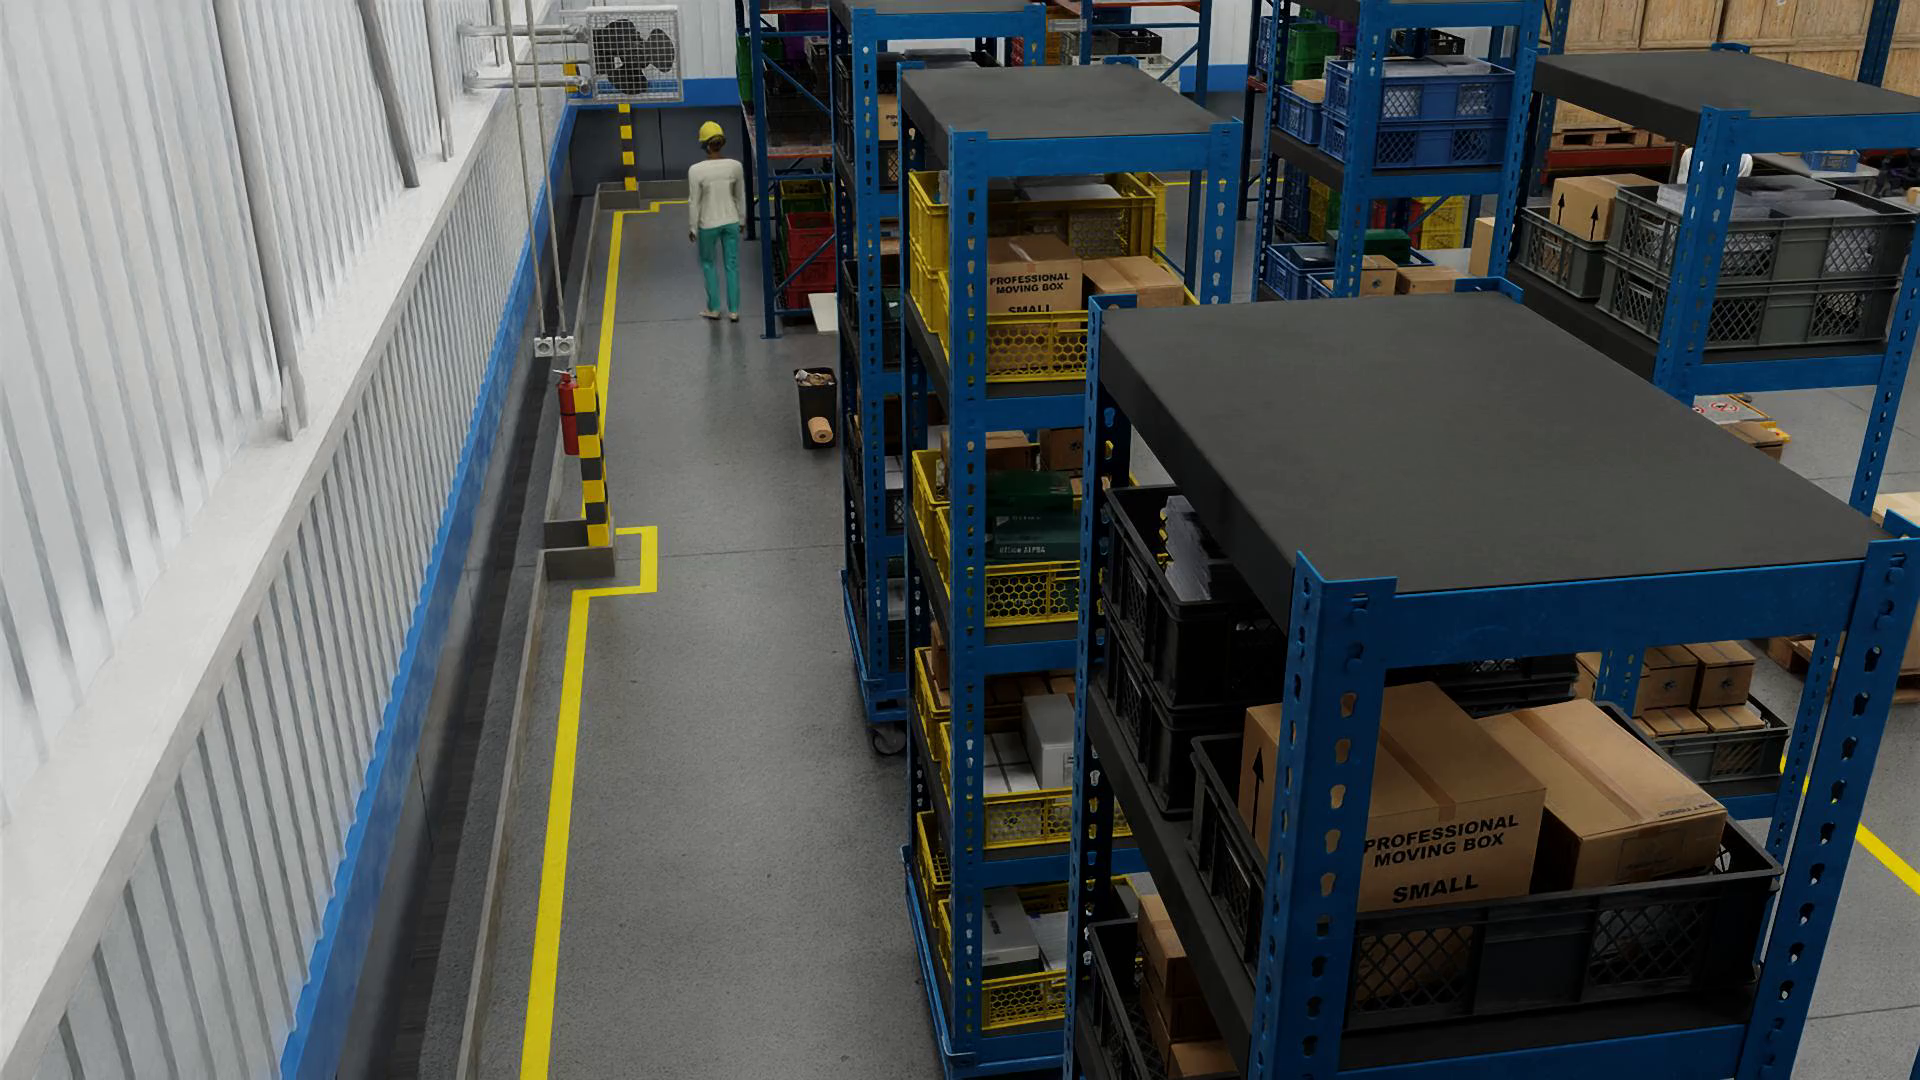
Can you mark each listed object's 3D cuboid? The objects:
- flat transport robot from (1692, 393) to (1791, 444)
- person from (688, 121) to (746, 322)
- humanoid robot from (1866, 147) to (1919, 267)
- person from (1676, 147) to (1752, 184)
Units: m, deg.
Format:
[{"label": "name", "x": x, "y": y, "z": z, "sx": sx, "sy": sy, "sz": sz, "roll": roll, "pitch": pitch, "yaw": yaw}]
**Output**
[{"label": "flat transport robot", "x": 5.224, "y": -0.859, "z": 12.132, "sx": 1.431, "sy": 0.197, "sz": 0.652, "roll": -4, "pitch": 25, "yaw": -8}, {"label": "person", "x": -2.128, "y": -2.769, "z": 14.540, "sx": 0.540, "sy": 1.765, "sz": 0.362, "roll": -15, "pitch": 29, "yaw": -29}, {"label": "humanoid robot", "x": 8.991, "y": -3.299, "z": 15.780, "sx": 0.628, "sy": 1.653, "sz": 0.370, "roll": 9, "pitch": 26, "yaw": 18}, {"label": "person", "x": 6.373, "y": -2.706, "z": 14.249, "sx": 0.573, "sy": 1.882, "sz": 0.356, "roll": 10, "pitch": 26, "yaw": 20}]
